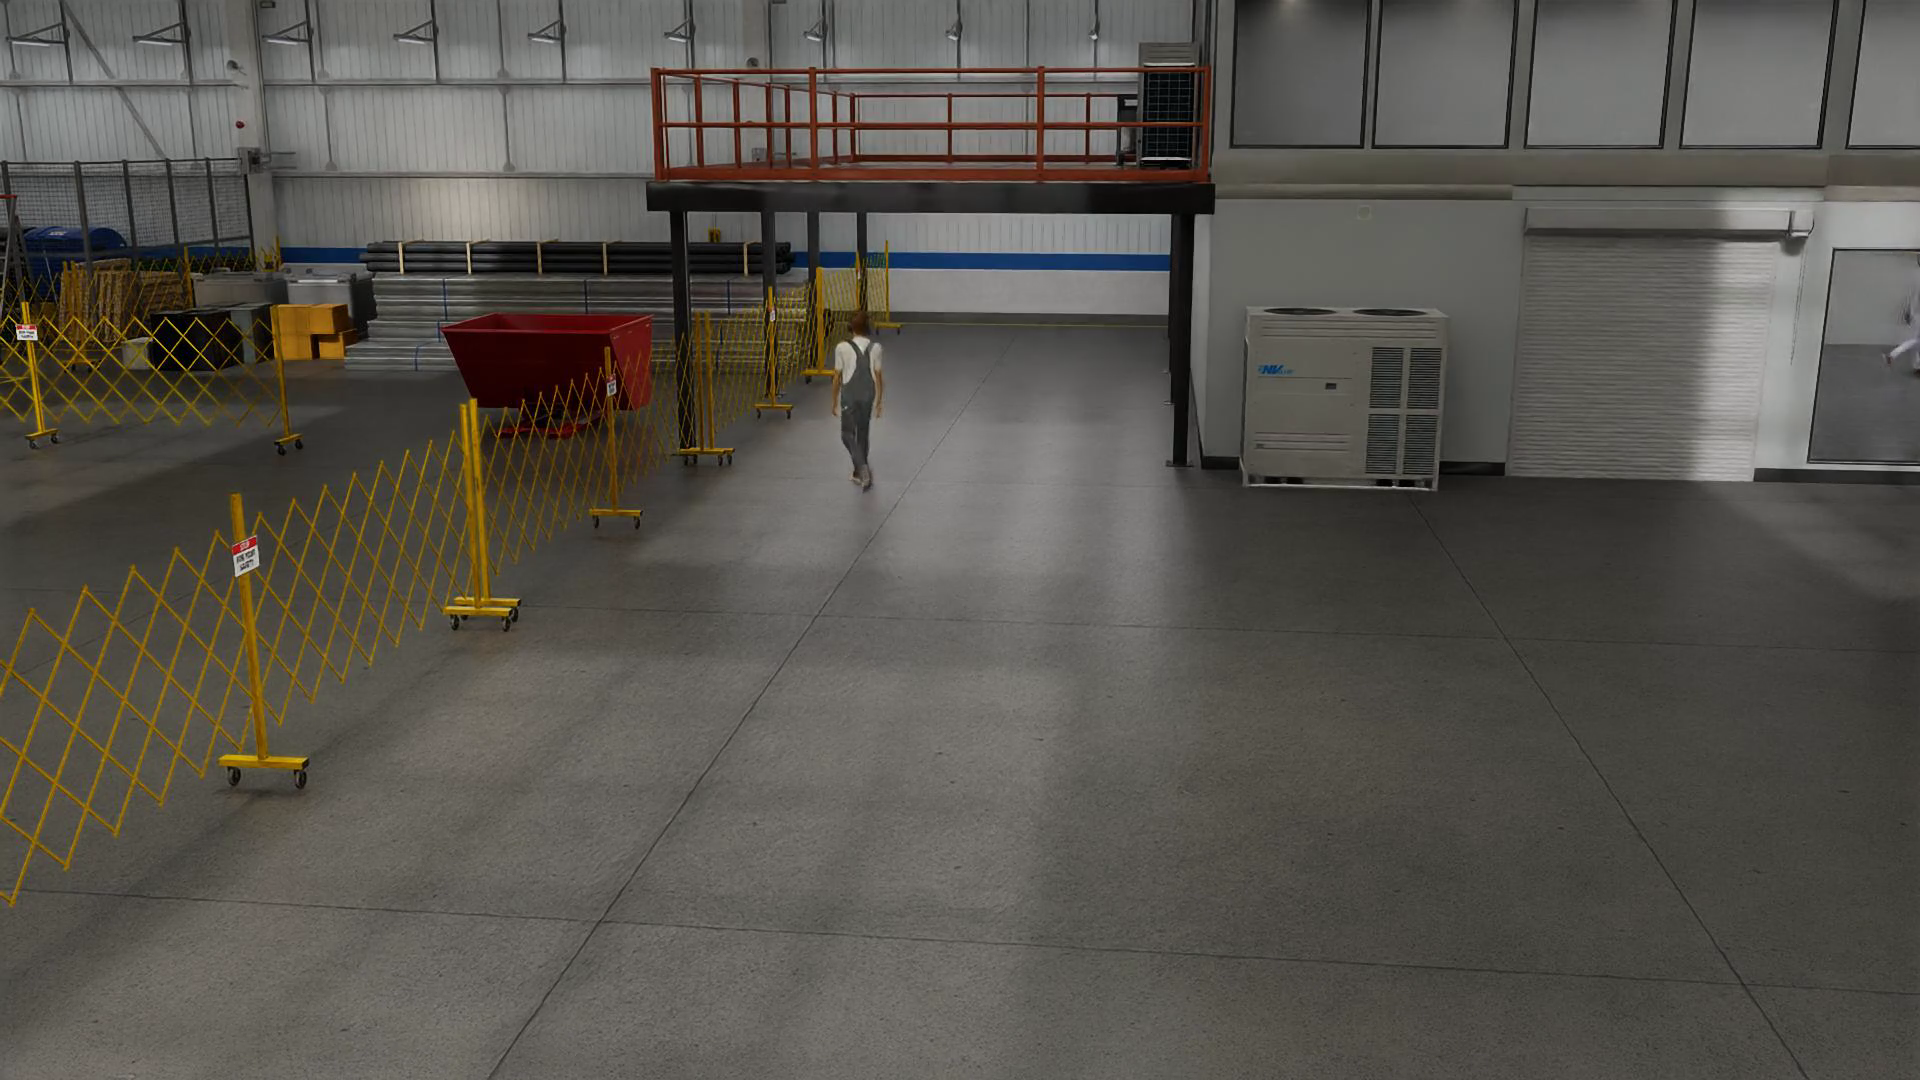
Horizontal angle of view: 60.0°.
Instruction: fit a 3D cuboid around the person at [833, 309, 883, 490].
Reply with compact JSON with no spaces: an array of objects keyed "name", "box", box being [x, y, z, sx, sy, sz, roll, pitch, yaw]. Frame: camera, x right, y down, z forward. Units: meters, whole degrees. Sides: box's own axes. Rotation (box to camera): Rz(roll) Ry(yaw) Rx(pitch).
[{"name":"person","box":[-0.997,-1.396,16.706,0.514,1.828,0.751,-6,15,-24]}]
